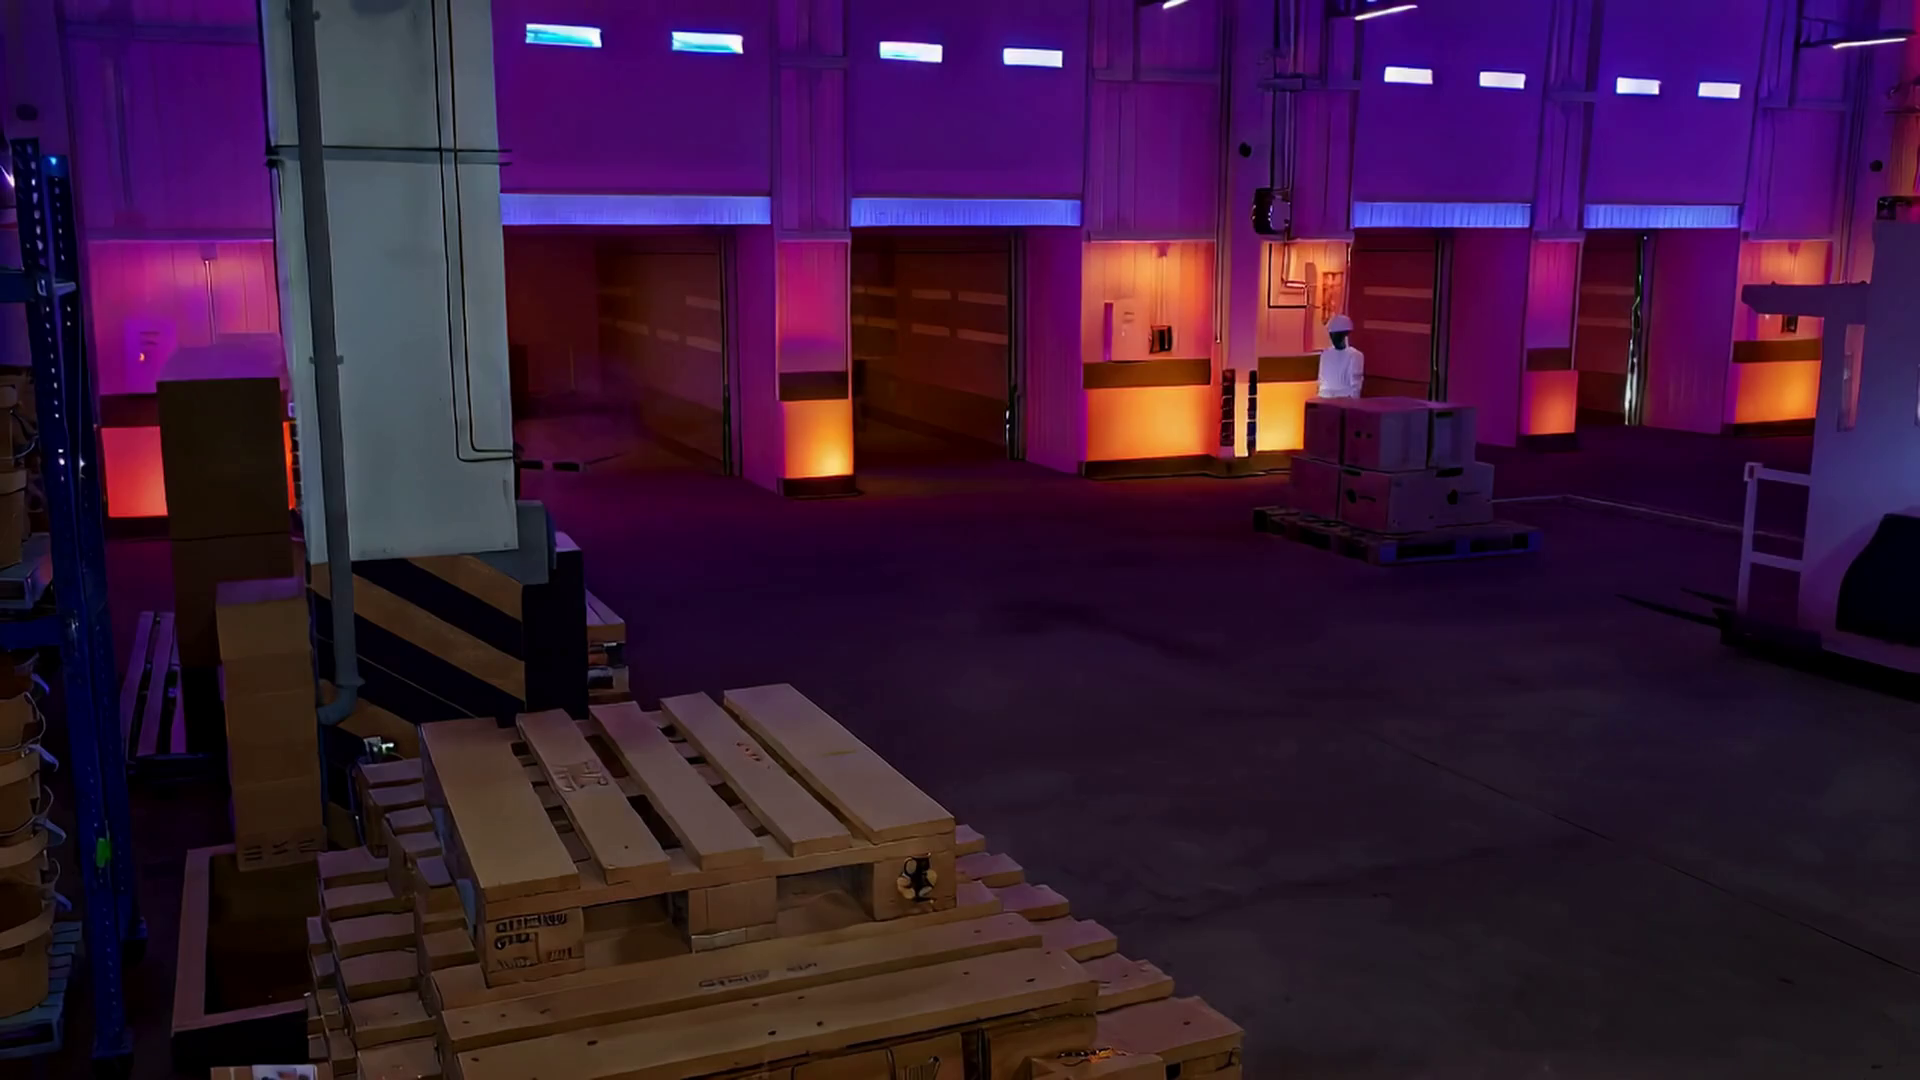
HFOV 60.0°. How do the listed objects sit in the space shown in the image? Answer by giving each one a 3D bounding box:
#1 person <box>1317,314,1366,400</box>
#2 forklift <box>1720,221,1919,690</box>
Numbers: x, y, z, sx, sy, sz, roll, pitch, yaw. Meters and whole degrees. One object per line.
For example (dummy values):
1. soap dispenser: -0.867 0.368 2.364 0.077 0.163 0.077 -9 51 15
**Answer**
1. person: 3.949 -1.384 17.411 0.362 1.939 0.542 -10 14 -43
2. forklift: 5.951 -0.550 10.218 1.129 2.768 1.873 -4 11 -23
